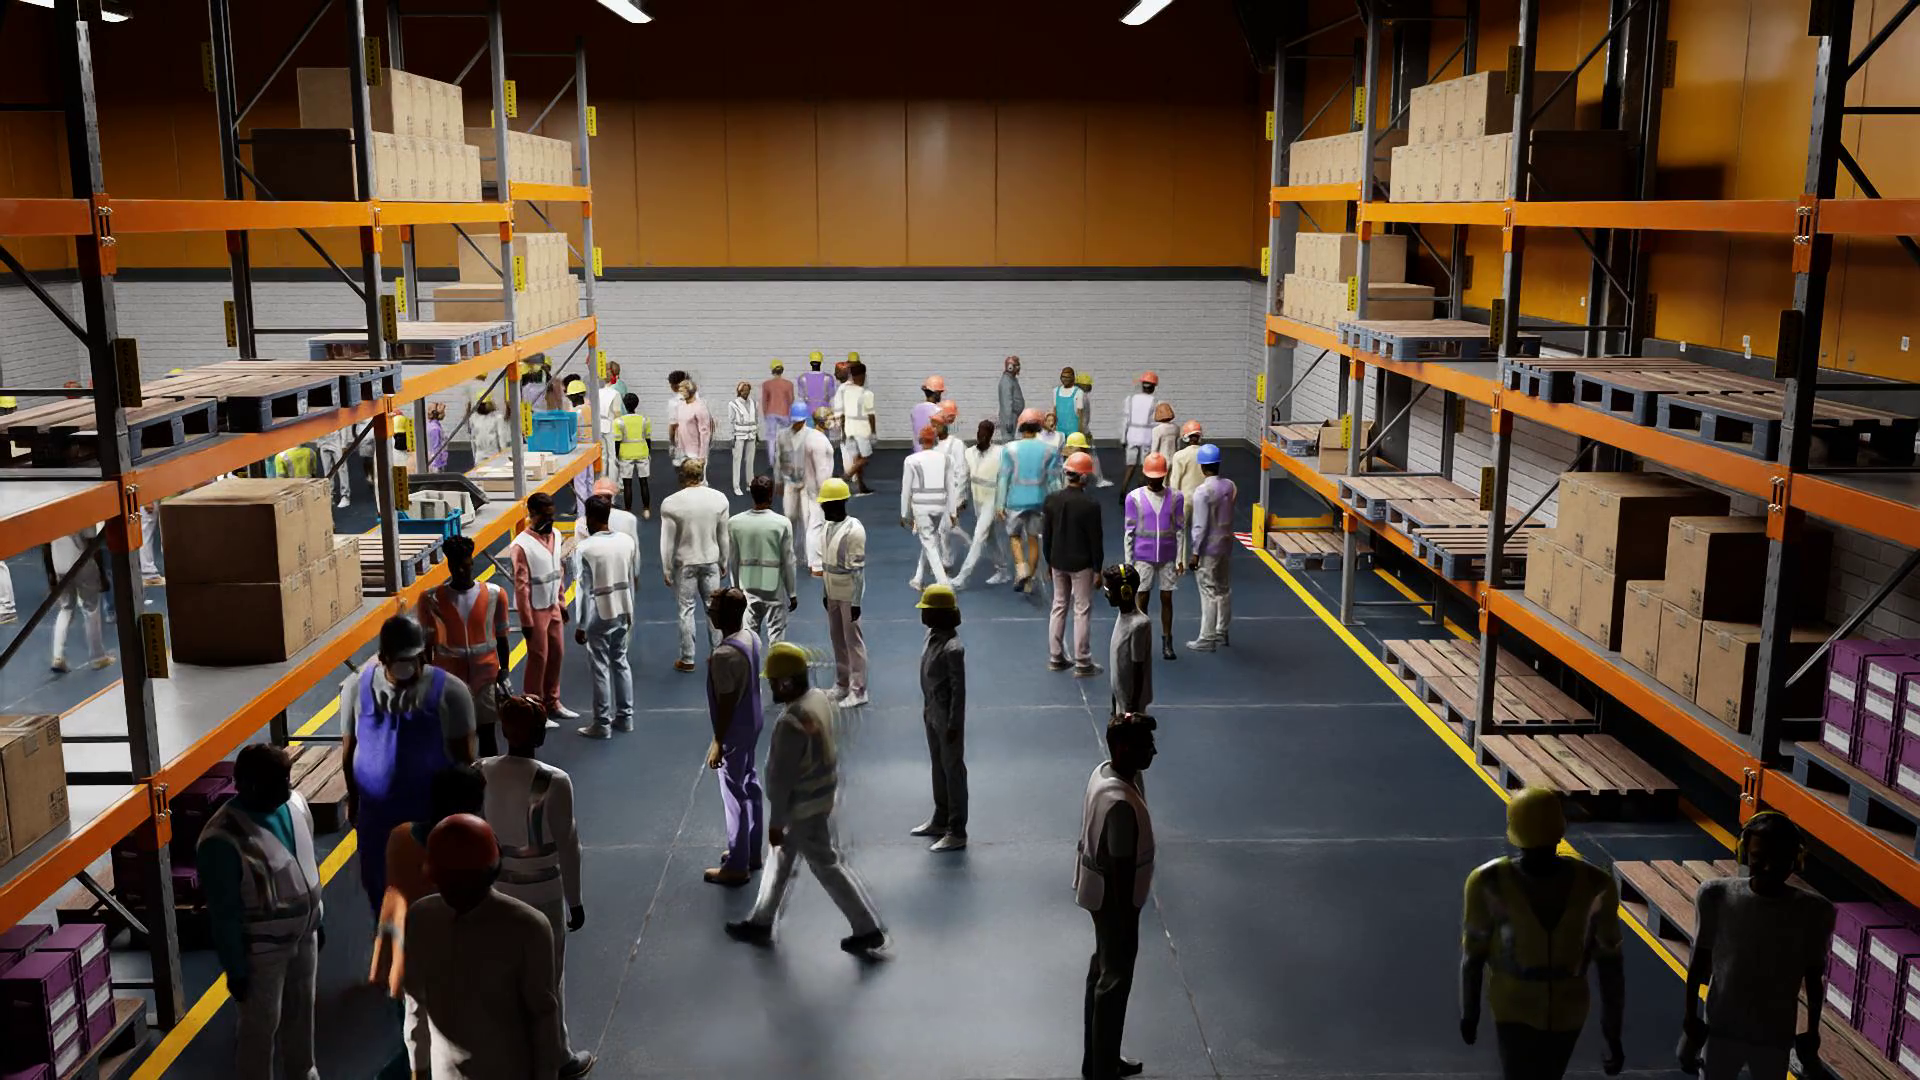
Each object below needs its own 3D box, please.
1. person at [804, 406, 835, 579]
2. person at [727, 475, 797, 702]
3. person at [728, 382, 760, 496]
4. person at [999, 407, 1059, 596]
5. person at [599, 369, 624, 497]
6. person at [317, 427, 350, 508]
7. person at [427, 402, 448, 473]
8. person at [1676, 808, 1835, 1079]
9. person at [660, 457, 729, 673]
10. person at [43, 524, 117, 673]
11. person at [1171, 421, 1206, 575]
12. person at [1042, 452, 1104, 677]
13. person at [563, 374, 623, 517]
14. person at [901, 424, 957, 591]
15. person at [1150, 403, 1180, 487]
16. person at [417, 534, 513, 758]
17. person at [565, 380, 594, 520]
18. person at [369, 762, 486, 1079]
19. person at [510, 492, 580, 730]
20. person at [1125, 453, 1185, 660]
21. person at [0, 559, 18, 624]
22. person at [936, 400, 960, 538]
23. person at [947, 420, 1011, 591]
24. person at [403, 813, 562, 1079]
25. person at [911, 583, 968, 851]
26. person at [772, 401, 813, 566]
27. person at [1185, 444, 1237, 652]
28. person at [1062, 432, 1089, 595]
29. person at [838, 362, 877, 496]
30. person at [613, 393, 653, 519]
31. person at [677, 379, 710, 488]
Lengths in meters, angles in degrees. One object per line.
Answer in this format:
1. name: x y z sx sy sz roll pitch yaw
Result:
1. person: -1.562 -0.538 18.587 0.355 1.936 0.635 -2 12 -11
2. person: -1.641 0.412 13.871 0.587 1.920 0.391 3 12 16
3. person: -3.112 -1.468 24.001 0.521 1.640 0.306 -11 15 -42
4. person: 0.730 -0.392 17.660 0.645 2.013 0.579 -1 11 -6
5. person: -5.022 -1.529 23.817 0.390 1.839 0.564 -10 15 -41
6. person: -8.685 -1.308 22.965 0.488 1.733 0.331 4 12 20
7. person: -6.763 -0.969 21.525 0.319 1.631 0.524 -4 12 -20
8. person: 3.044 1.926 6.403 0.519 1.874 0.331 4 12 19
9. person: -2.354 0.221 14.820 0.635 1.932 0.363 -6 13 -26
10. person: -7.828 0.282 14.728 0.532 1.843 0.479 1 11 6
11. person: 2.607 -0.478 18.808 0.573 1.743 0.356 -6 13 -27
12. person: 1.020 0.210 14.697 0.622 1.990 0.402 10 15 41
13. person: -4.951 -1.245 22.147 0.840 1.939 0.582 10 15 40
14. person: -0.304 -0.303 17.683 0.590 1.845 0.947 -5 12 -25
15. person: 2.641 -0.954 21.470 0.503 1.628 0.287 -10 15 -40
16. person: -3.321 0.922 11.198 0.607 1.965 0.367 -5 12 -22
17. person: -4.895 -1.105 21.493 0.401 1.917 0.592 4 12 20
18. person: -2.235 1.840 6.800 0.655 1.880 0.660 11 16 43
19. person: -3.330 0.556 13.196 0.404 1.906 0.598 4 12 17
20. person: 1.781 0.149 15.188 0.550 1.925 0.391 0 11 -2
21. person: -9.674 -0.101 16.554 0.339 1.878 0.571 -8 14 -36
22. person: -0.178 -0.890 20.861 0.355 1.737 0.576 -3 12 -16
23. person: 0.205 -0.376 17.996 1.029 1.844 0.663 -11 16 -43
24. person: -1.753 1.935 6.076 0.621 1.985 0.408 3 12 16
25. person: -0.128 1.131 10.707 0.312 1.744 0.487 -4 12 -21
26. person: -1.867 -0.661 19.250 0.671 1.929 0.456 2 12 12
27. person: 2.337 0.074 15.500 0.402 1.944 0.605 10 15 40
28. person: 1.225 -0.292 17.849 0.309 1.741 0.494 2 11 8
29. person: -1.486 -1.550 23.637 0.612 1.950 0.727 10 15 42
30. person: -4.326 -1.100 22.015 0.534 1.697 0.318 -6 13 -28
31. person: -3.456 -1.126 21.538 0.351 1.936 0.634 -9 14 -37
